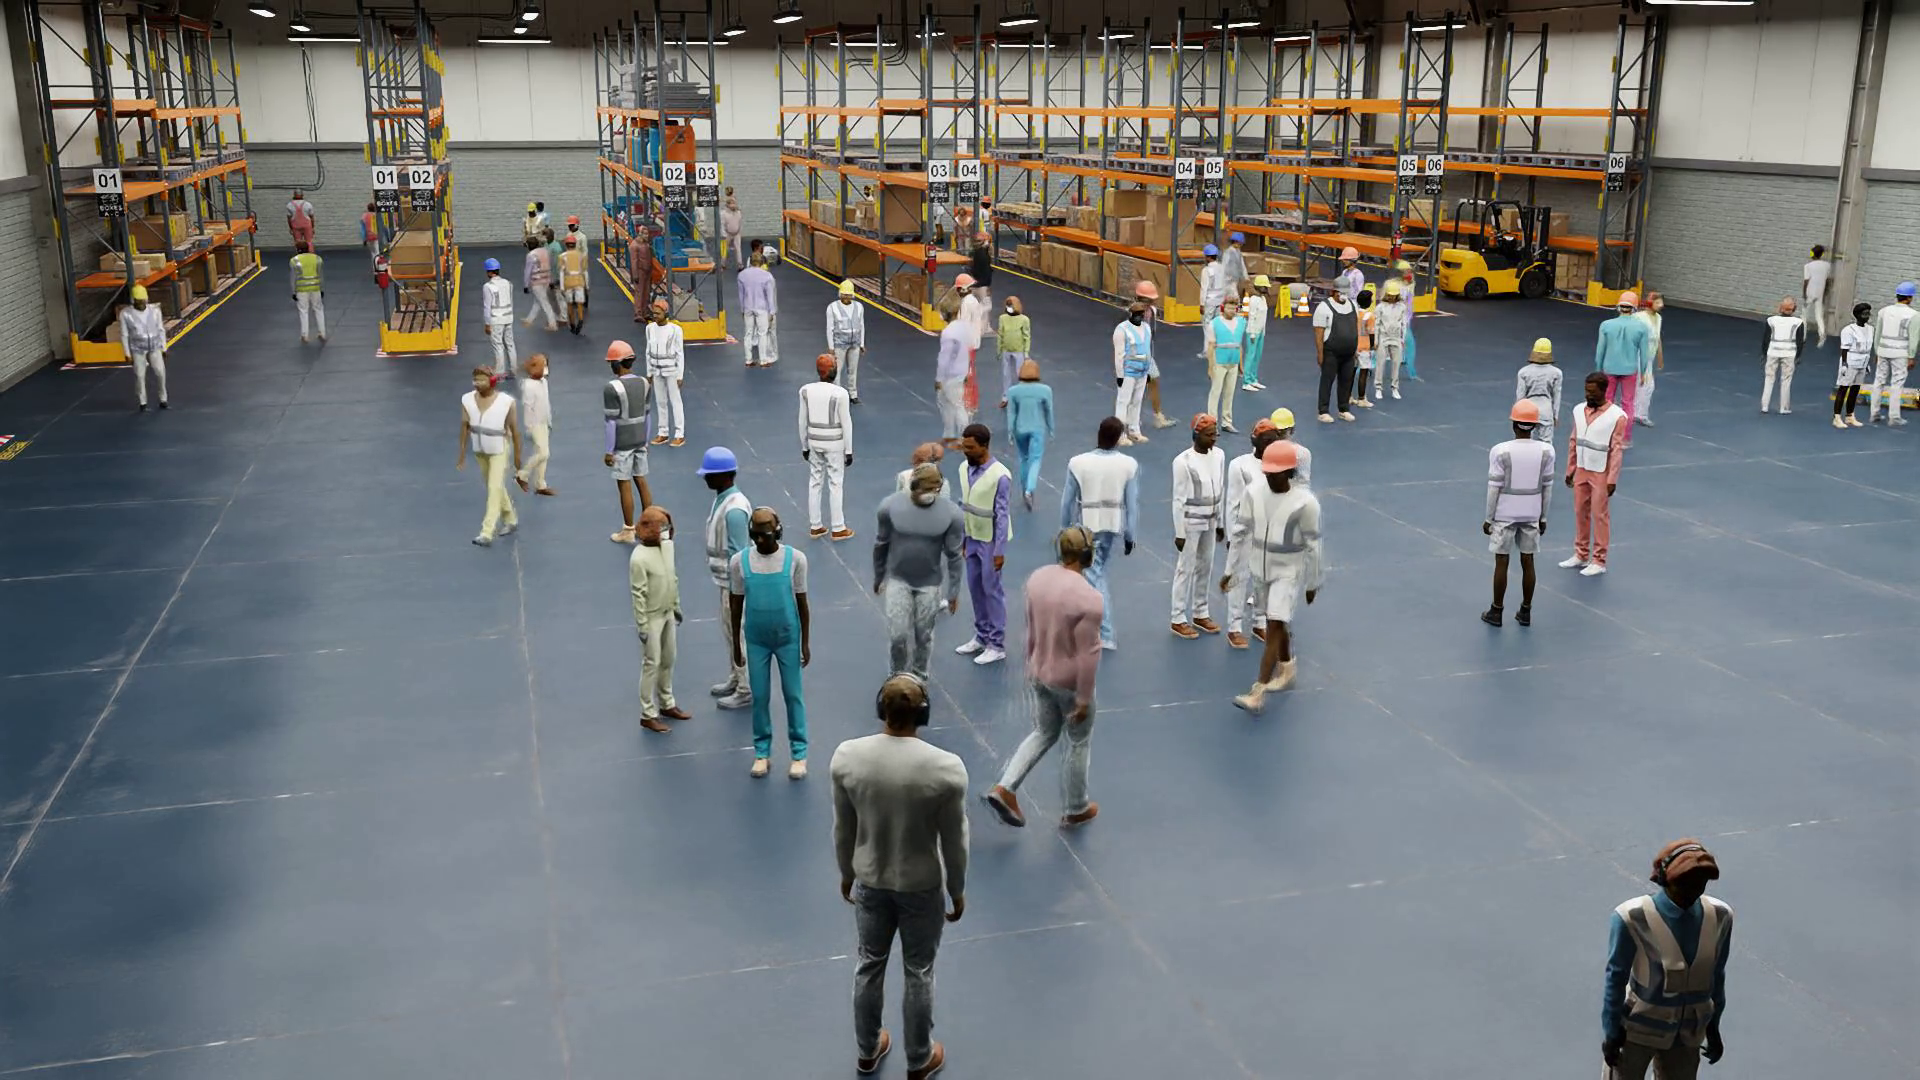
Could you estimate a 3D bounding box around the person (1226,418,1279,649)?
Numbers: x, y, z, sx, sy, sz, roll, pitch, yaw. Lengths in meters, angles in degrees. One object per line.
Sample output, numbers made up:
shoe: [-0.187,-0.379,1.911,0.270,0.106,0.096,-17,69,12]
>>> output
person: [2.409,-0.057,13.452,0.585,1.882,0.337,-6,16,-22]

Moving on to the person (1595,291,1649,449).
person: [8.405,-2.159,21.150,0.622,1.992,0.396,7,17,25]

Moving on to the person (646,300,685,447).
person: [-3.772,-2.130,21.279,0.579,1.876,0.351,8,17,27]

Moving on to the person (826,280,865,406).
person: [-1.631,-2.831,23.998,0.591,1.829,0.404,-8,17,-27]

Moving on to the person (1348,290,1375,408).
person: [5.780,-2.755,23.961,0.316,1.695,0.541,-9,17,-30]

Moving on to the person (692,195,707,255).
person: [-7.246,-8.483,45.339,0.816,1.782,0.592,4,15,13]

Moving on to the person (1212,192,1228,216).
person: [7.631,-9.312,48.621,0.527,1.705,0.957,2,15,8]

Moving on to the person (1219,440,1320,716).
person: [2.250,0.249,12.101,0.632,1.982,1.061,14,20,42]

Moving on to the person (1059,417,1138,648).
person: [1.119,-0.092,13.647,0.581,1.856,0.861,-6,16,-21]

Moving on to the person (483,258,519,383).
person: [-7.242,-3.440,26.088,0.425,1.938,0.603,7,16,24]

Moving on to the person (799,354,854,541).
person: [-1.340,-0.932,16.743,0.583,1.882,0.337,8,17,26]

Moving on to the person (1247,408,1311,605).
person: [2.779,-0.283,14.530,0.525,1.769,0.312,5,16,19]

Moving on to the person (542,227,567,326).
person: [-7.952,-5.151,32.546,0.380,1.930,0.625,-12,19,-37]

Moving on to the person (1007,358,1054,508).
person: [0.752,-1.177,18.197,0.501,1.607,0.726,4,15,13]

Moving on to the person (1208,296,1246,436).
person: [3.510,-2.308,22.011,0.566,1.836,0.395,-8,17,-27]

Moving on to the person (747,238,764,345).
person: [-3.695,-4.477,30.021,0.383,1.917,0.591,-1,15,-4]

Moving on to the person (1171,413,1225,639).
person: [1.965,-0.121,13.716,0.567,1.878,0.352,-13,20,-41]

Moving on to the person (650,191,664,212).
person: [-8.342,-8.759,46.147,0.592,1.918,0.394,13,20,41]

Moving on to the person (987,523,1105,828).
person: [0.544,0.853,9.958,0.716,1.922,0.646,-13,19,-40]

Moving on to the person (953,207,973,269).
person: [0.072,-7.807,43.152,0.532,1.597,0.860,2,15,8]

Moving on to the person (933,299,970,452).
person: [-0.154,-2.060,20.920,0.676,1.915,0.633,3,15,12]

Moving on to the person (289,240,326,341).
person: [-12.007,-4.588,30.607,0.628,1.837,0.429,-12,19,-38]

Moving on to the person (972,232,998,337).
person: [0.360,-4.735,30.941,0.699,1.947,0.678,-5,16,-19]

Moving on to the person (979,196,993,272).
person: [0.648,-7.852,42.686,0.373,1.933,0.549,-6,16,-21]

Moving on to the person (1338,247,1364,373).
person: [6.266,-3.707,26.882,0.394,2.041,0.612,-3,15,-12]

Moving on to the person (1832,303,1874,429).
person: [12.078,-2.352,22.448,0.535,1.697,0.318,-6,16,-23]

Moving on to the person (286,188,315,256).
person: [-17.585,-8.369,44.430,0.681,2.000,0.538,-4,15,-16]

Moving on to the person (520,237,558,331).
person: [-8.154,-4.924,31.956,0.990,1.780,0.636,6,16,22]

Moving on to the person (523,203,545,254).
person: [-10.658,-7.510,41.629,0.588,1.823,0.404,2,15,8]

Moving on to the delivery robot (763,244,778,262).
delivery robot: [-5.116,-7.684,44.511,0.477,0.478,0.707,-6,16,-22]

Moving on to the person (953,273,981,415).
person: [0.095,-2.754,23.420,0.411,1.980,0.631,3,15,11]

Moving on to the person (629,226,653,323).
person: [-6.310,-5.288,33.121,0.401,1.899,0.647,5,16,18]

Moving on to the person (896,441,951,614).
person: [-0.329,-0.037,13.933,0.538,1.581,0.890,10,18,34]

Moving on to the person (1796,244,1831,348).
person: [15.307,-4.360,29.734,0.526,1.845,0.785,1,15,2]

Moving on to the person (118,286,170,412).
person: [-11.562,-2.705,23.590,0.600,1.803,0.481,-14,20,-42]

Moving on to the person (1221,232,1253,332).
person: [5.276,-4.909,31.706,1.017,1.880,0.608,8,17,28]

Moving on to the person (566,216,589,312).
person: [-7.994,-5.749,34.657,0.609,1.996,0.379,12,19,38]
